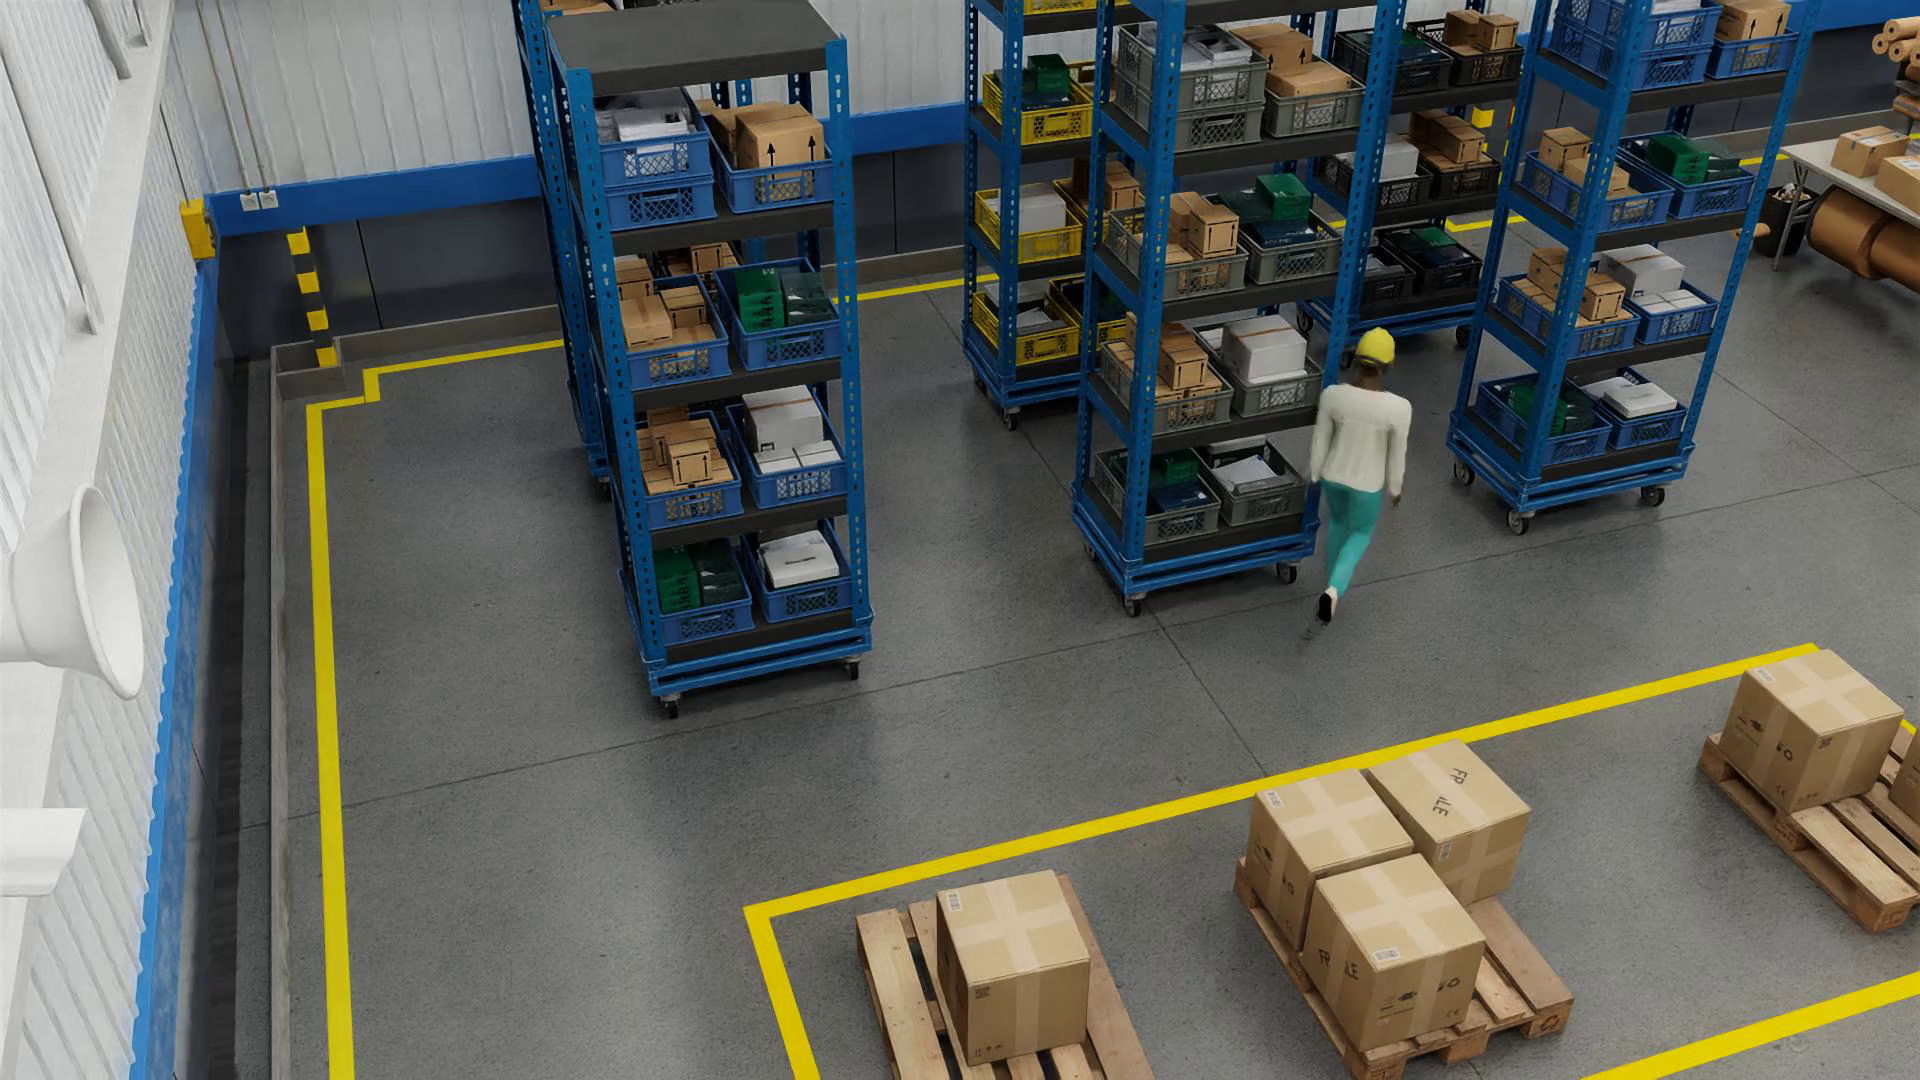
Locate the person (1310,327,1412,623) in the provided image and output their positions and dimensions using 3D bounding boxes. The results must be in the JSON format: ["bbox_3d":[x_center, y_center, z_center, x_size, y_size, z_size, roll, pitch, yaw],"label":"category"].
[{"bbox_3d":[2.172,-0.333,9.243,0.529,1.733,0.619,20,40,26],"label":"person"}]
